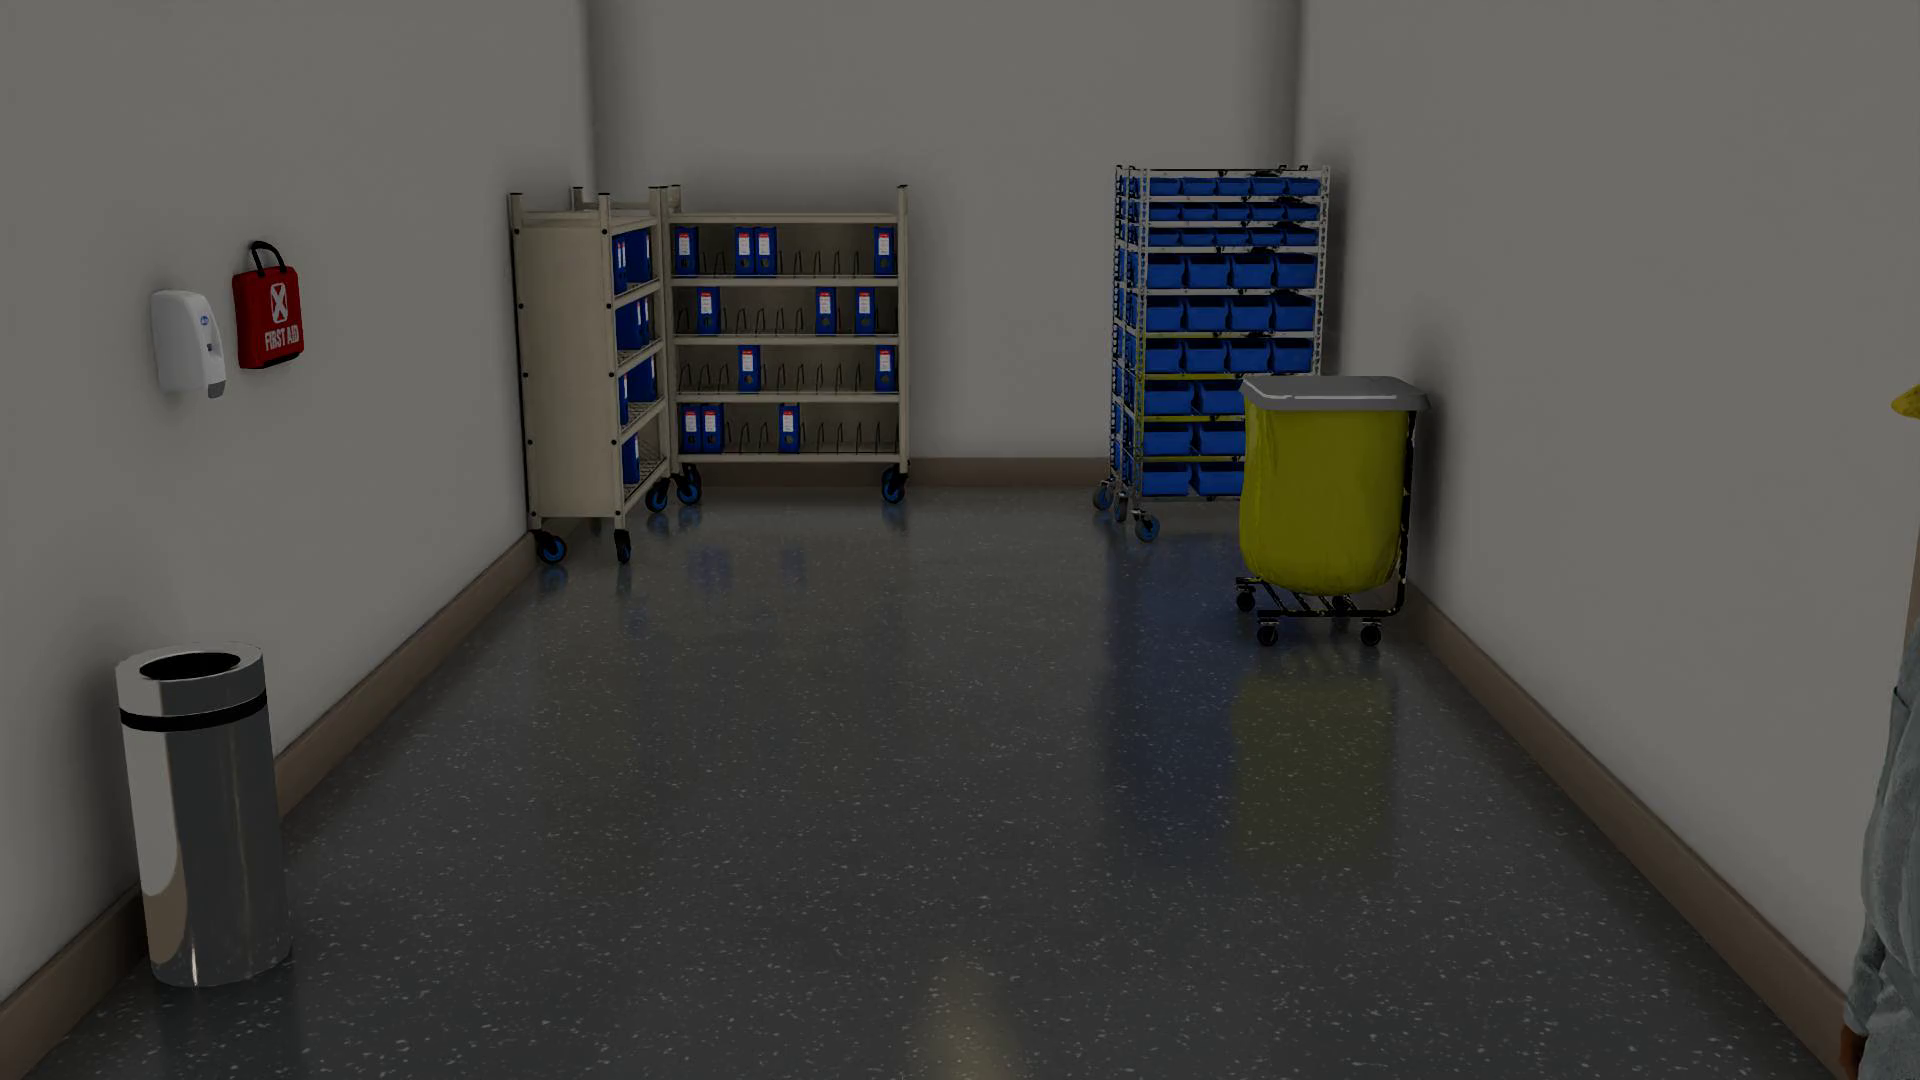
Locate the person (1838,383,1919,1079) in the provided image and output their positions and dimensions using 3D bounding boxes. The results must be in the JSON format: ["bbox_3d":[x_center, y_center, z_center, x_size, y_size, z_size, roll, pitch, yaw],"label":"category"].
[{"bbox_3d":[1.079,0.579,1.754,0.323,1.741,0.491,0,13,0],"label":"person"}]
